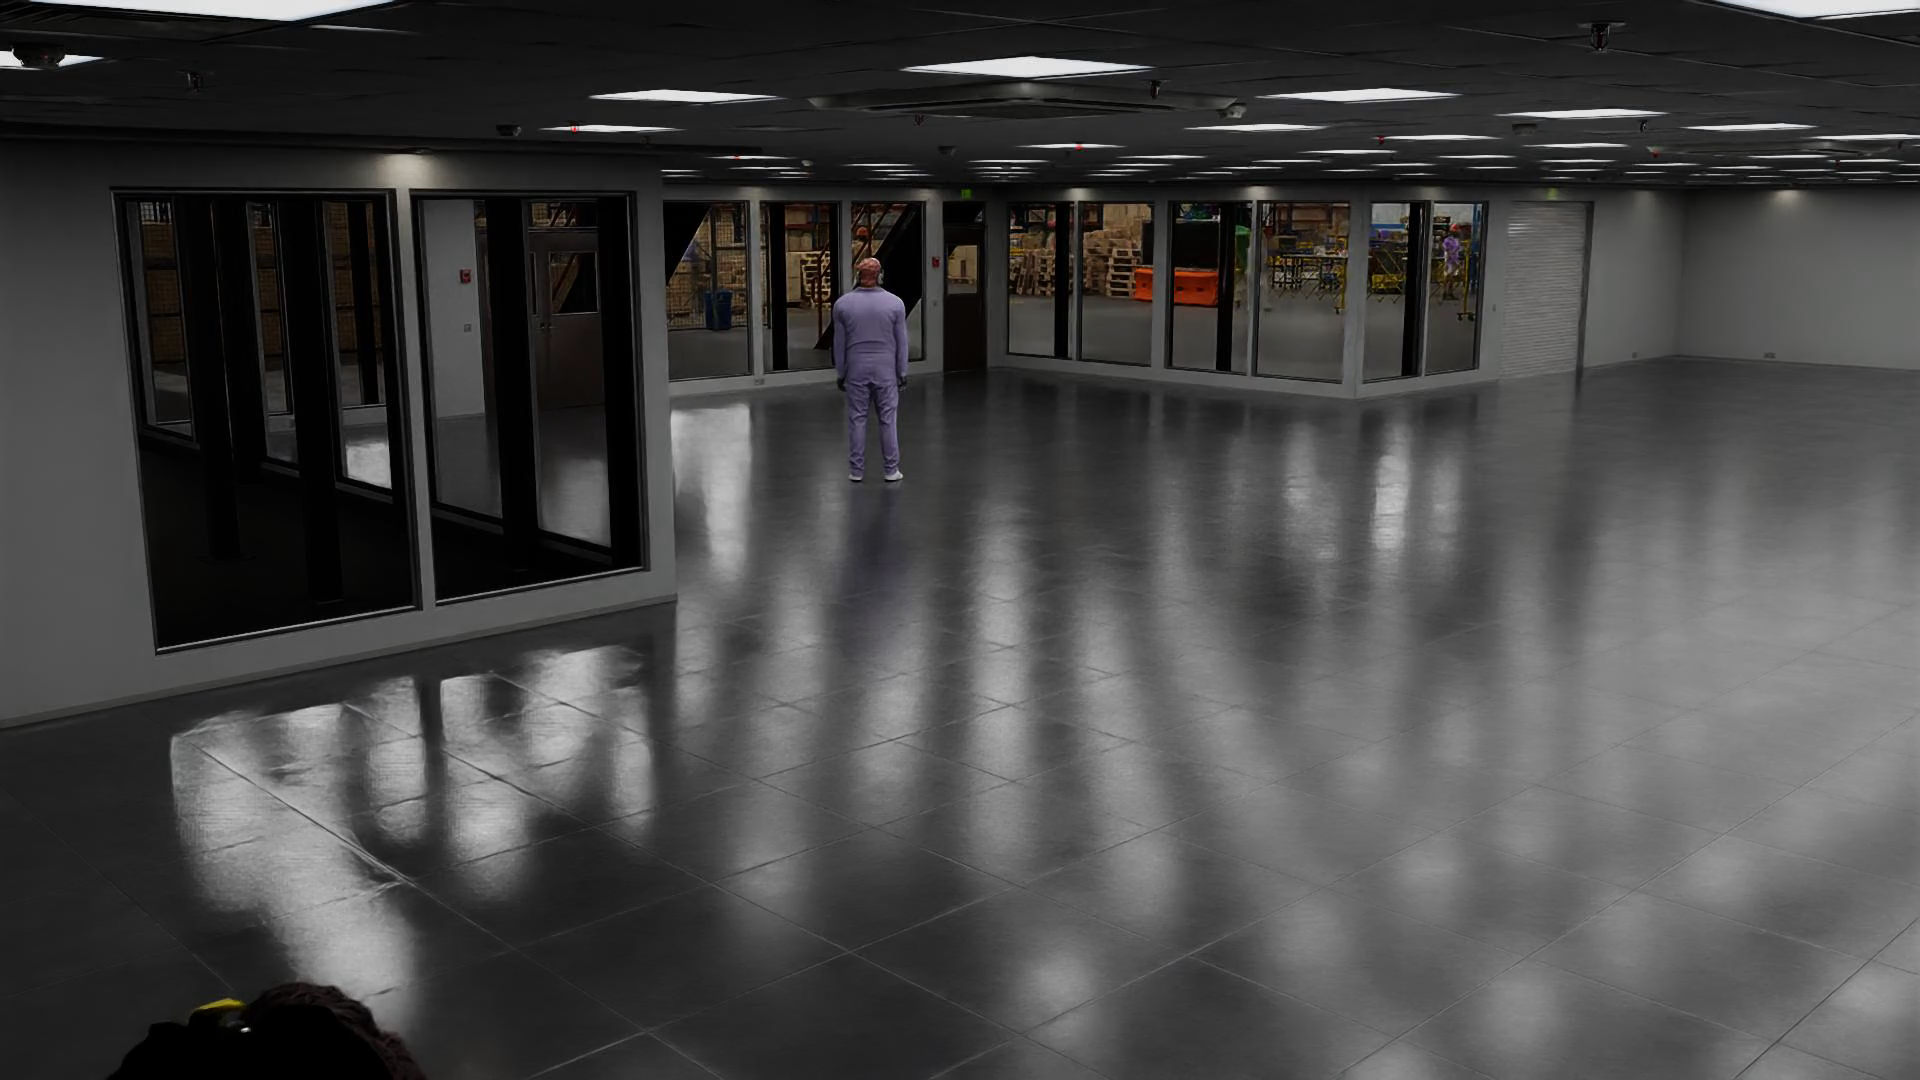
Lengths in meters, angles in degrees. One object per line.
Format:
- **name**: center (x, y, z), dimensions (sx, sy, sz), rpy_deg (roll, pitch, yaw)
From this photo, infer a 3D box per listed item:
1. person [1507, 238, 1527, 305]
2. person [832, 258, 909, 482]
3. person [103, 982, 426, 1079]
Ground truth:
- **person**: center (12.489, -6.000, 37.533), dimensions (0.836, 1.708, 0.497), rpy_deg (9, 14, 38)
- **person**: center (-0.751, -1.437, 14.162), dimensions (0.642, 1.909, 0.410), rpy_deg (0, 11, 2)
- **person**: center (-0.404, 1.185, 1.174), dimensions (0.502, 1.862, 0.328), rpy_deg (11, 16, 43)
